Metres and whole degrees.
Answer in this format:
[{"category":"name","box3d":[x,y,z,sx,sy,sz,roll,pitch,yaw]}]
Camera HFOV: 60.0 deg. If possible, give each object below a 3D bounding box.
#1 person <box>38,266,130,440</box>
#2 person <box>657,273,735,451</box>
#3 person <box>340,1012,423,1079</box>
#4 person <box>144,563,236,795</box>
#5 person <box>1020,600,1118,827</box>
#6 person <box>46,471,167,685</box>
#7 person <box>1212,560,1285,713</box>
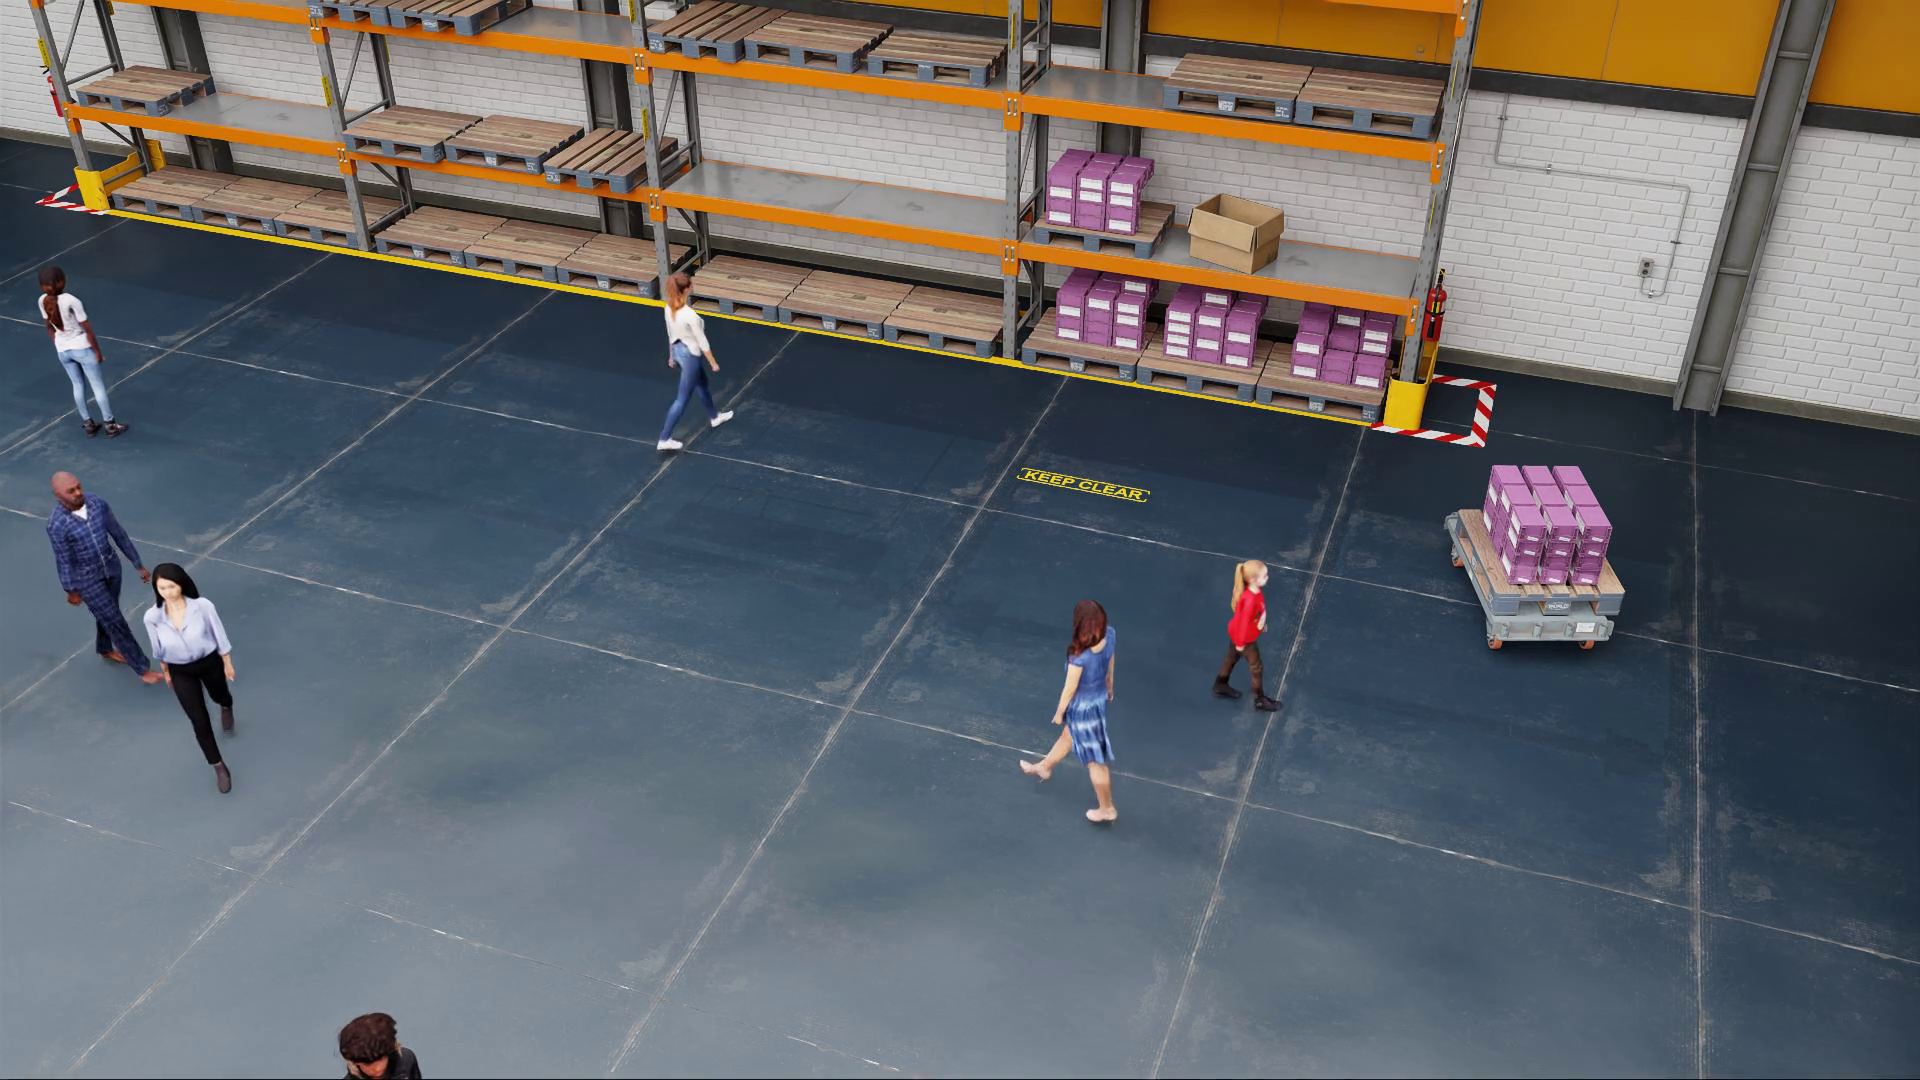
[{"category":"person","box3d":[-8.245,-1.754,15.523,0.517,1.719,0.677,5,34,8]},{"category":"person","box3d":[-2.574,-1.600,15.331,1.083,1.677,1.168,-24,40,-31]},{"category":"person","box3d":[-2.825,3.009,8.305,0.670,1.777,0.689,22,40,30]},{"category":"person","box3d":[-5.299,0.866,11.589,1.129,1.711,1.161,-13,36,-18]},{"category":"person","box3d":[0.917,1.197,11.035,1.104,1.772,0.769,18,38,25]},{"category":"person","box3d":[-6.547,0.240,12.468,1.028,1.782,0.642,11,35,16]},{"category":"person","box3d":[2.041,0.687,12.265,0.793,1.262,0.582,5,34,8]}]
